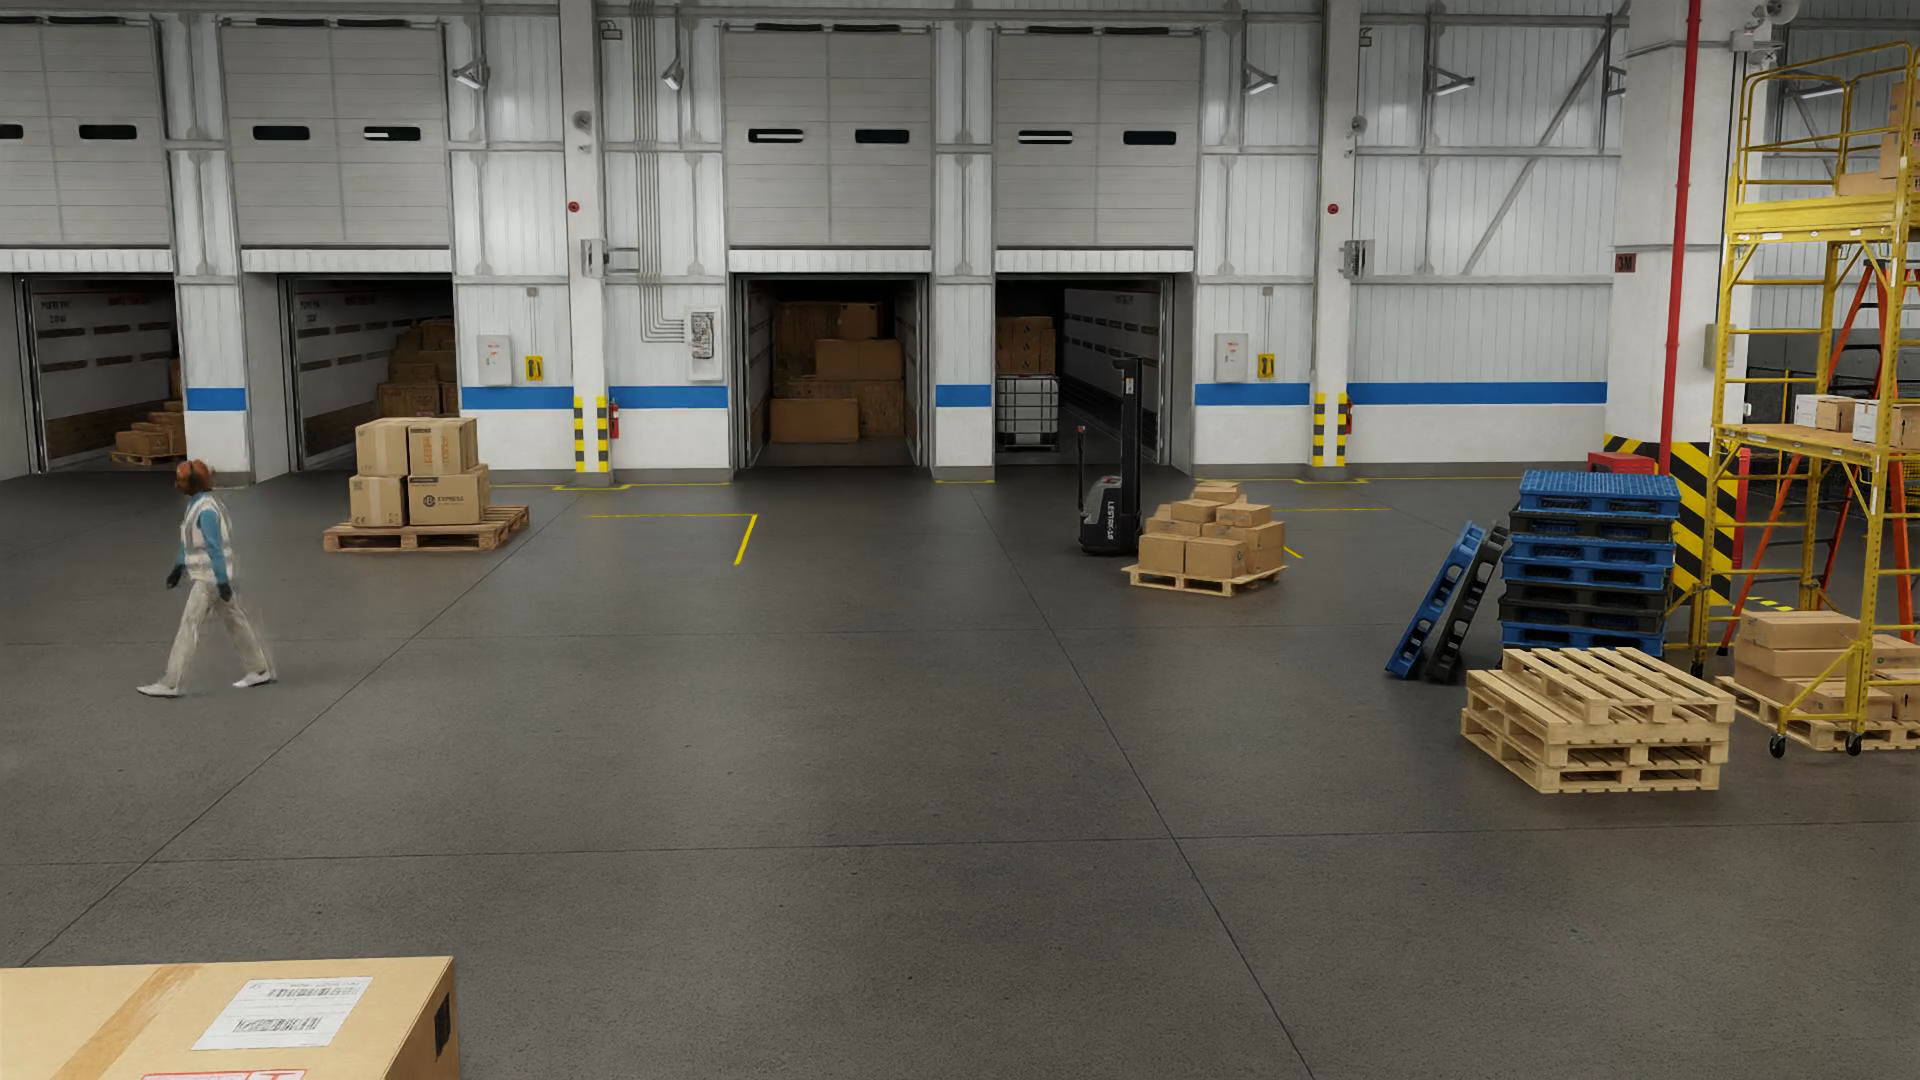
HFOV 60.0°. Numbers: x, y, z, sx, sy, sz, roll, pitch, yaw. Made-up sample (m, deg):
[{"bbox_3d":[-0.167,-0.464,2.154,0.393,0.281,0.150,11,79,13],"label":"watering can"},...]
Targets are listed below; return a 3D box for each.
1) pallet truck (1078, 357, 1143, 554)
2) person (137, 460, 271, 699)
[{"bbox_3d":[2.088,-0.836,16.757,1.885,1.965,0.823,2,9,13],"label":"pallet truck"},{"bbox_3d":[-5.092,0.254,11.176,0.838,1.589,0.499,-4,10,-26],"label":"person"}]
